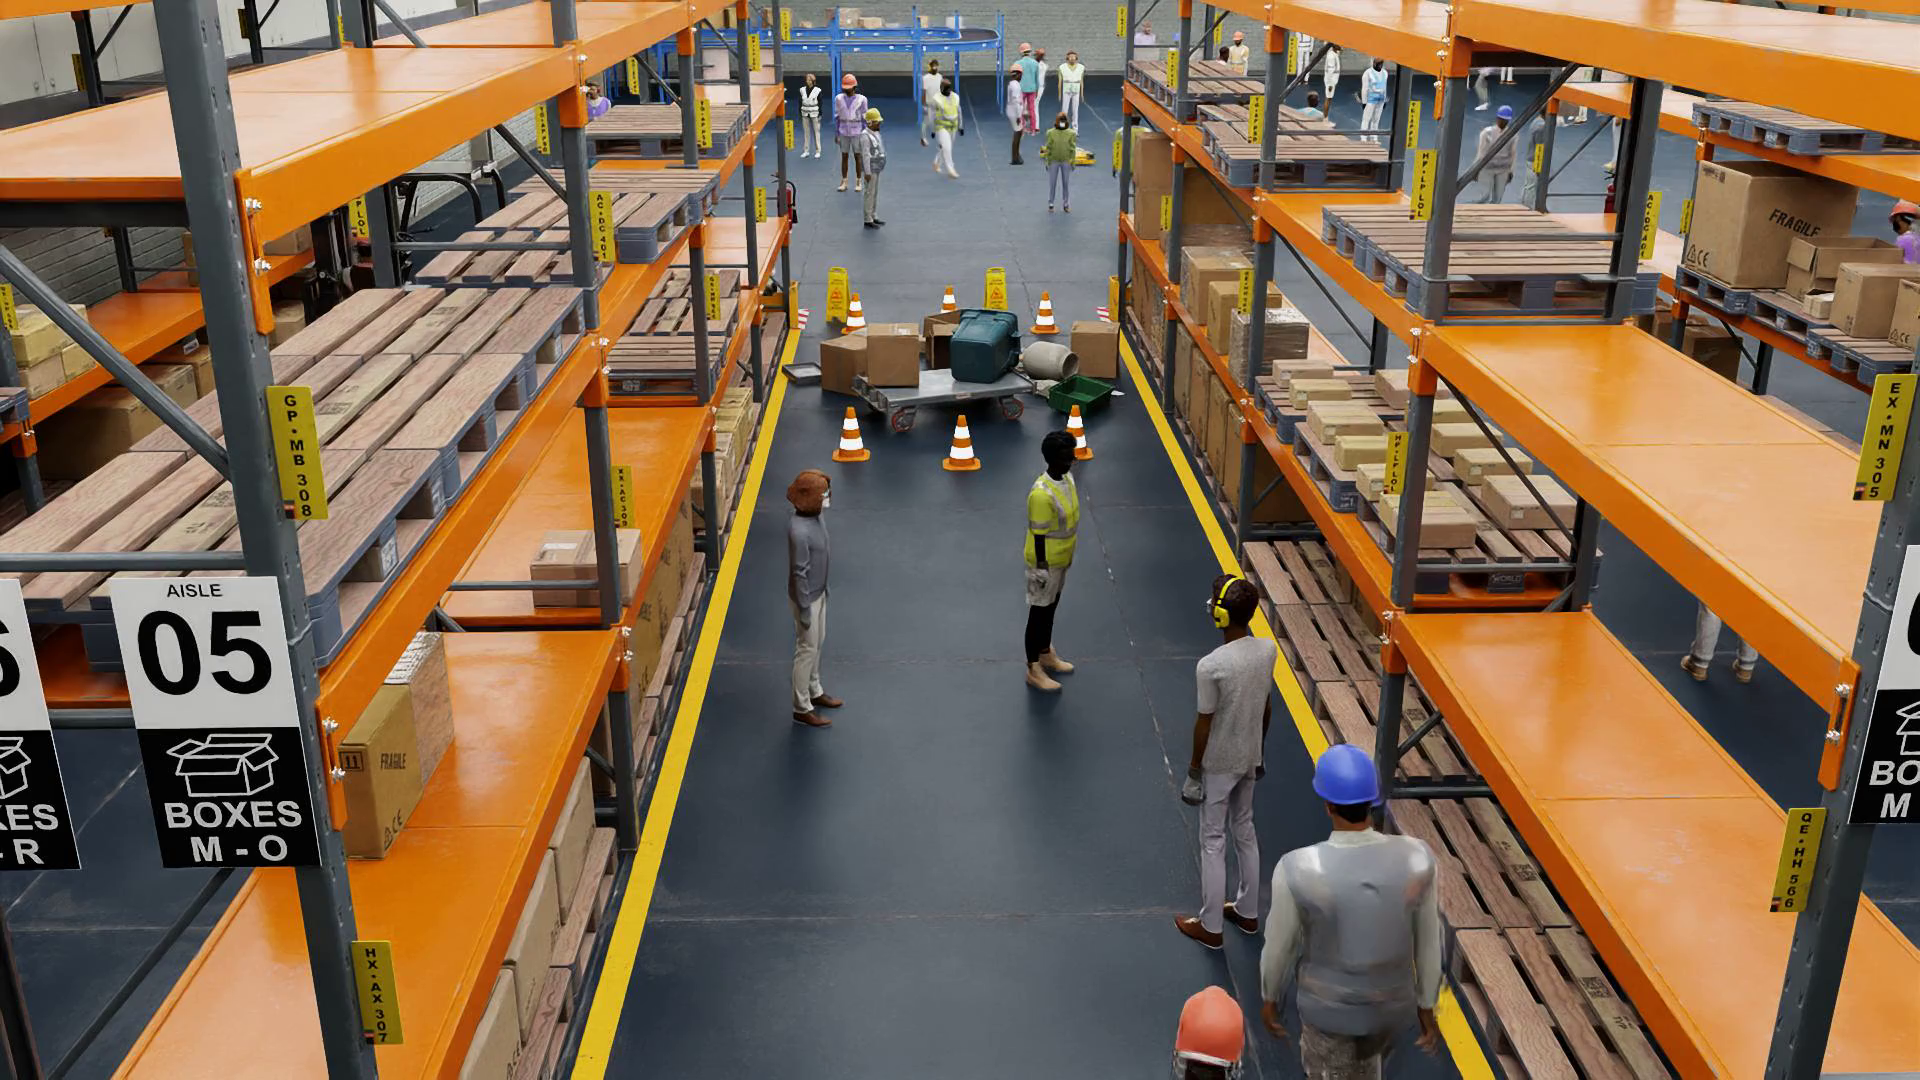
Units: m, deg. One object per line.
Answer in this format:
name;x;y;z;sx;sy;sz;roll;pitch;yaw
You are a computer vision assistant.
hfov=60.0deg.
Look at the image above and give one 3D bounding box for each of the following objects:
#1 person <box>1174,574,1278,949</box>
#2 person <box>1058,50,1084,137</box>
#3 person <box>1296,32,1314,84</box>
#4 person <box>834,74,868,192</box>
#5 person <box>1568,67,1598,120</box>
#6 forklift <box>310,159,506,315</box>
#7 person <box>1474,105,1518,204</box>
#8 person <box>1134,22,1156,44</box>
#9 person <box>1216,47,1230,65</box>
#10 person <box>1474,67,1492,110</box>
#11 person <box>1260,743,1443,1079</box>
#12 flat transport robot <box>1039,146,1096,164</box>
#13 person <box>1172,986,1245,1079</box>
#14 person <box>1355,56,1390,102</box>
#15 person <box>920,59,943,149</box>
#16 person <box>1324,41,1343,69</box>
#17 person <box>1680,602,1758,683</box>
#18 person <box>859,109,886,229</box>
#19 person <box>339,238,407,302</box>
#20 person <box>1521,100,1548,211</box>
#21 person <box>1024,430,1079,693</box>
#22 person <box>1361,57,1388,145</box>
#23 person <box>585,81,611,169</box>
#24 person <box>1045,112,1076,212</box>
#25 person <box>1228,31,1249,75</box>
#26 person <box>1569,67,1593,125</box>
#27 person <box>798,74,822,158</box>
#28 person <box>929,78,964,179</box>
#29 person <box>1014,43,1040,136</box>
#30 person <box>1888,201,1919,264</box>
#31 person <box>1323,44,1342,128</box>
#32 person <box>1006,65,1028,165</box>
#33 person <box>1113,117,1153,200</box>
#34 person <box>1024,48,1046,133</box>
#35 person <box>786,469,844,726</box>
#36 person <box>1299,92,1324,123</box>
person;1.256;1.048;7.844;0.503;1.861;0.329;-17;26;-37
person;2.436;-9.809;36.550;0.570;1.844;0.377;-3;21;-8
person;9.840;-14.024;47.642;0.575;1.882;0.355;-7;22;-18
person;-1.926;-7.154;29.275;0.605;2.033;0.395;4;21;11
person;14.805;-10.941;39.451;0.587;1.914;0.392;8;22;20
forklift;-5.622;-2.910;17.832;2.313;2.155;1.214;-1;21;-1
person;8.222;-5.691;25.542;0.631;1.931;0.478;-1;21;-2
person;5.018;-12.994;44.916;0.651;1.889;0.689;-4;21;-9
person;5.739;-9.925;36.780;0.407;1.907;0.597;-5;21;-13
person;13.016;-11.656;41.343;0.453;1.909;0.600;5;21;14
person;1.411;1.657;6.144;0.633;1.913;0.632;-3;21;-7
flat transport robot;2.129;-7.678;33.109;0.652;0.197;1.431;-7;22;-18
person;0.739;2.153;5.147;0.573;1.701;0.920;7;22;18
person;10.761;-12.342;43.139;0.884;1.930;0.608;1;21;2
person;-0.583;-9.110;34.750;0.541;1.825;0.989;-12;24;-29
person;11.094;-14.623;49.405;0.574;1.749;0.337;2;21;6
person;4.941;0.024;10.566;0.621;1.845;0.429;4;21;9
person;-1.355;-5.804;25.984;0.404;1.830;0.599;5;21;13
person;-5.340;-1.907;15.426;0.612;2.025;0.602;4;21;10
person;9.091;-5.943;26.209;0.376;1.937;0.629;4;21;9
person;0.580;0.112;10.537;0.322;1.694;0.536;8;22;21
person;8.749;-9.253;35.094;0.632;1.838;0.429;-10;23;-24
person;-6.547;-7.334;30.009;0.564;1.846;0.393;-2;21;-6
person;1.647;-6.201;27.315;0.506;1.630;0.270;0;21;1
person;6.839;-11.549;41.047;0.539;1.929;0.385;14;25;33
person;14.490;-10.489;38.660;0.511;1.622;0.286;-17;26;-37
person;-3.003;-8.531;33.454;0.513;1.645;0.307;7;22;17
person;-0.290;-7.707;31.070;0.615;1.805;0.927;-15;26;-35
person;1.453;-9.922;36.655;0.617;1.987;0.403;-8;22;-19
person;9.748;-2.536;17.276;0.484;1.885;0.707;11;23;27
person;8.538;-10.491;38.080;0.396;2.042;0.610;6;22;17
person;1.108;-8.340;32.627;0.407;1.882;0.644;-1;21;-2
person;2.674;-5.745;25.701;0.606;1.918;0.405;-1;21;-3
person;1.624;-10.051;37.219;0.412;1.841;0.696;-13;24;-31
person;-0.890;0.343;10.031;0.293;1.623;0.507;3;21;7
person;6.063;-6.792;28.639;0.521;1.798;0.948;17;26;37
